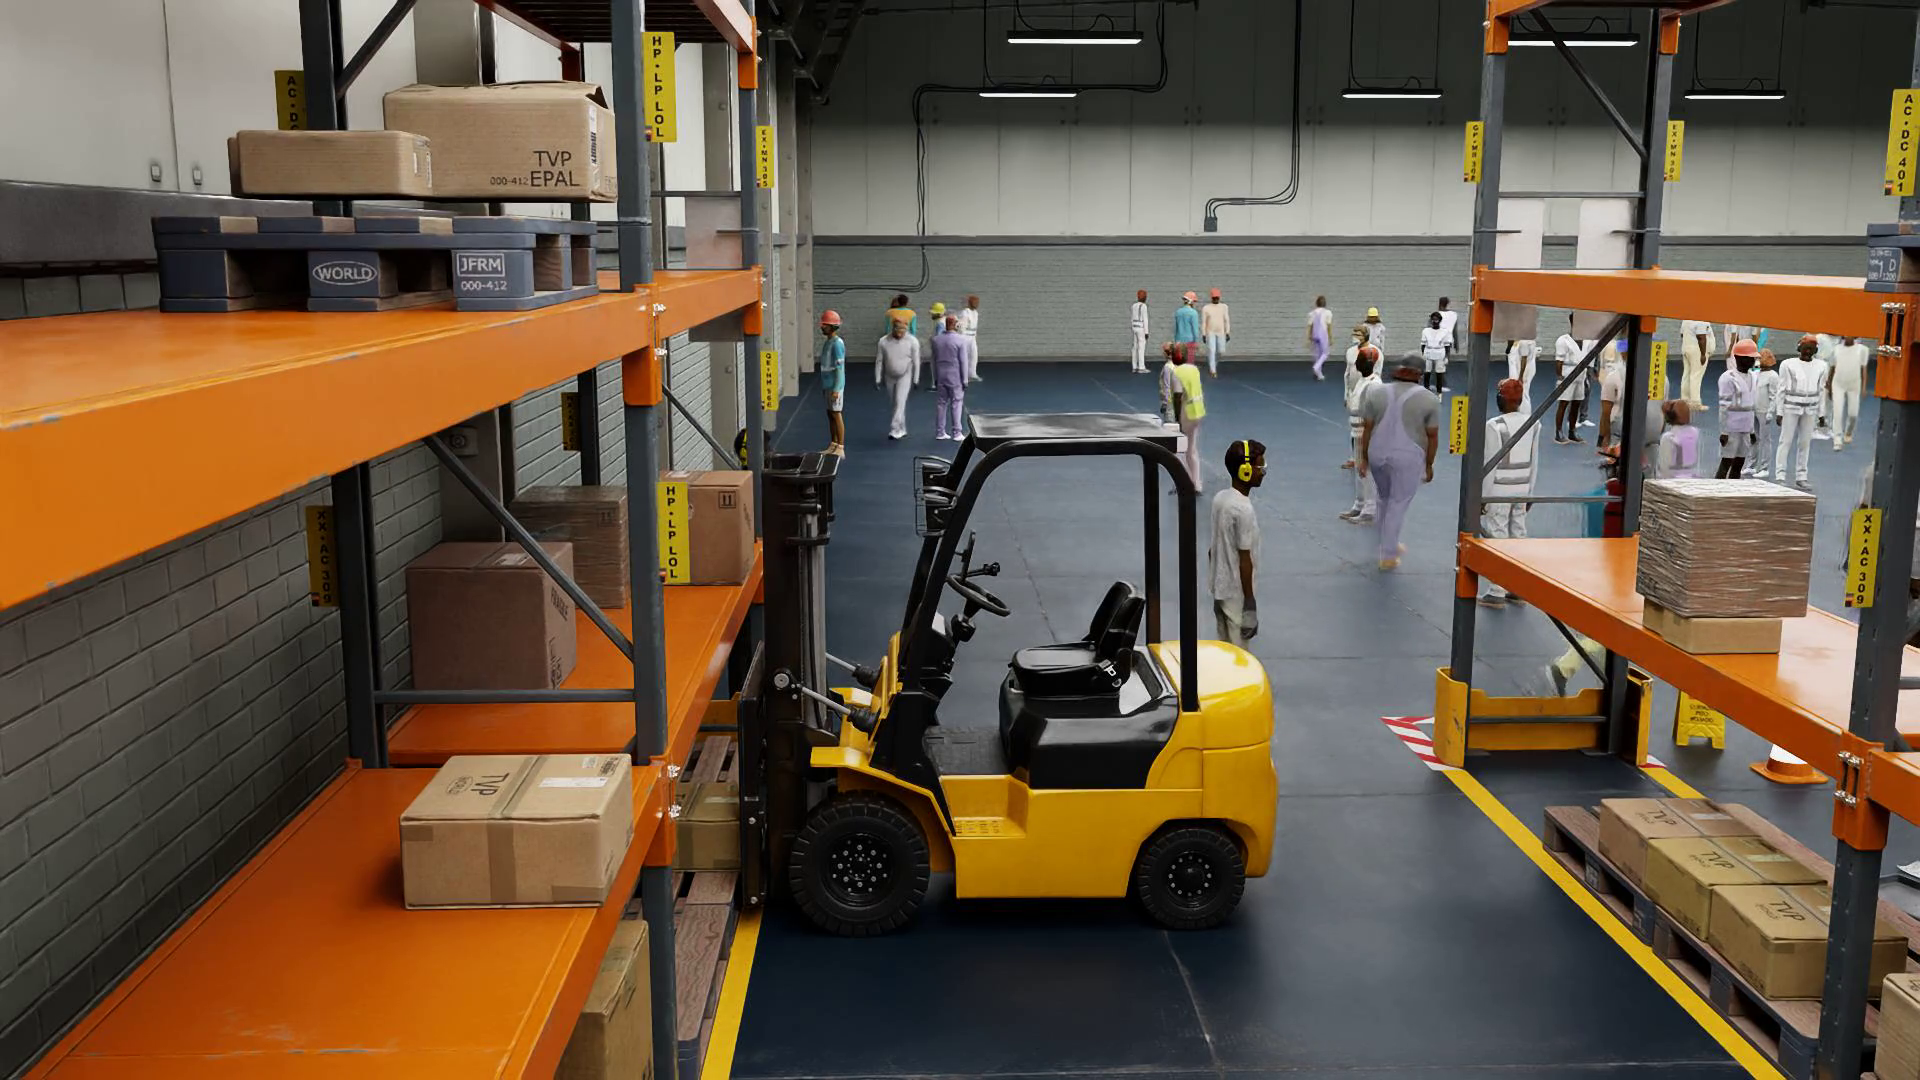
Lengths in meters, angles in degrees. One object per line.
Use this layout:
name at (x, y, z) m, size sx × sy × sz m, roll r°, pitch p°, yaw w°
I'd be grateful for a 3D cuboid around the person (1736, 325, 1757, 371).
person at (14.753, -3.520, 31.185) m, size 0.325 × 1.860 × 0.515 m, roll -2°, pitch 10°, yaw -13°

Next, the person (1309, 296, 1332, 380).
person at (7.753, -4.347, 35.859) m, size 0.539 × 1.831 × 0.559 m, roll 9°, pitch 14°, yaw 41°

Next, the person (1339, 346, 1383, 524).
person at (4.301, -1.116, 17.714) m, size 0.355 × 1.885 × 0.575 m, roll -1°, pitch 10°, yaw -4°

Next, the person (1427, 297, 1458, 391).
person at (9.667, -3.958, 33.585) m, size 0.696 × 1.857 × 0.895 m, roll -3°, pitch 11°, yaw -16°

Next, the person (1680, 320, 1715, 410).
person at (13.181, -3.342, 29.680) m, size 0.536 × 2.000 × 0.674 m, roll -1°, pitch 10°, yaw -3°

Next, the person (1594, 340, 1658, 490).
person at (8.144, -1.531, 19.998) m, size 0.918 × 1.901 × 0.626 m, roll -4°, pitch 11°, yaw -21°

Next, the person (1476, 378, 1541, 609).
person at (4.473, -0.380, 13.611) m, size 0.583 × 1.882 × 0.337 m, roll -5°, pitch 11°, yaw -27°

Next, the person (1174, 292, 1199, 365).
person at (4.595, -4.015, 33.583) m, size 0.399 × 1.984 × 0.609 m, roll -8°, pitch 13°, yaw -37°

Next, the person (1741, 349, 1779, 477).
person at (10.200, -1.617, 21.205) m, size 0.285 × 1.633 × 0.499 m, roll -2°, pitch 10°, yaw -12°

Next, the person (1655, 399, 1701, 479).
person at (6.254, -0.419, 14.510) m, size 0.558 × 1.625 × 0.356 m, roll -7°, pitch 12°, yaw -33°

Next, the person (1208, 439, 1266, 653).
person at (1.595, 0.347, 9.609) m, size 0.309 × 1.868 × 0.535 m, roll -2°, pitch 10°, yaw -11°

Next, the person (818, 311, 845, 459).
person at (-1.773, -2.125, 22.884) m, size 0.370 × 2.048 × 0.607 m, roll -4°, pitch 11°, yaw -19°

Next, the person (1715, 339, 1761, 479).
person at (8.502, -1.221, 18.151) m, size 0.548 × 1.938 × 0.358 m, roll -6°, pitch 12°, yaw -30°

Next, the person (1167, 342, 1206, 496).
person at (2.619, -1.405, 19.510) m, size 0.524 × 1.816 × 0.649 m, roll 7°, pitch 12°, yaw 34°

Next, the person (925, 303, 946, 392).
person at (-0.421, -3.815, 33.021) m, size 0.526 × 1.791 × 0.630 m, roll 0°, pitch 10°, yaw -2°

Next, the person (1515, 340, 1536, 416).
person at (8.737, -2.537, 25.780) m, size 0.341 × 1.839 × 0.501 m, roll 4°, pitch 11°, yaw 22°

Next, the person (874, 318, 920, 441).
person at (-0.960, -2.419, 25.064) m, size 0.645 × 1.838 × 0.976 m, roll 3°, pitch 11°, yaw 17°

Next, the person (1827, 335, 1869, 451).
person at (12.732, -2.199, 23.882) m, size 0.520 × 1.833 × 0.590 m, roll 6°, pitch 12°, yaw 29°

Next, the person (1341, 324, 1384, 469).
person at (5.260, -1.862, 21.759) m, size 0.380 × 1.930 × 0.625 m, roll -6°, pitch 12°, yaw -29°

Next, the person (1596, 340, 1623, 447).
person at (9.501, -2.297, 24.191) m, size 0.384 × 1.926 × 0.550 m, roll 5°, pitch 11°, yaw 27°

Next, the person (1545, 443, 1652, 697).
person at (4.177, 0.211, 10.772) m, size 0.750 × 1.727 × 0.574 m, roll -1°, pitch 10°, yaw -8°

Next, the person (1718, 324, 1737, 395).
person at (14.956, -3.707, 32.256) m, size 0.346 × 1.847 × 0.506 m, roll 6°, pitch 12°, yaw 30°

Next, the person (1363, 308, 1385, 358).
person at (7.822, -3.538, 31.601) m, size 0.487 × 1.743 × 0.315 m, roll 1°, pitch 10°, yaw 3°

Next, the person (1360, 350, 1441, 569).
person at (4.117, -0.778, 15.392) m, size 0.693 × 2.000 × 0.880 m, roll 9°, pitch 14°, yaw 42°

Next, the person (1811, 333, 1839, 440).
person at (13.128, -2.478, 25.243) m, size 0.594 × 1.903 × 0.449 m, roll -7°, pitch 12°, yaw -33°

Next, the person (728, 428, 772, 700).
person at (-1.261, 0.236, 10.232) m, size 0.317 × 1.867 × 0.531 m, roll 4°, pitch 11°, yaw 21°

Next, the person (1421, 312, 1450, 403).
person at (8.779, -3.367, 30.772) m, size 0.533 × 1.696 × 0.322 m, roll 5°, pitch 12°, yaw 28°

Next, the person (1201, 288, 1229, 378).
person at (5.635, -4.586, 36.790) m, size 0.638 × 1.975 × 0.519 m, roll -2°, pitch 10°, yaw -9°

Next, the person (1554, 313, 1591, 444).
person at (9.085, -2.402, 24.644) m, size 0.614 × 1.964 × 0.361 m, roll -5°, pitch 11°, yaw -24°

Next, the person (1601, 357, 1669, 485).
person at (6.925, -1.071, 17.027) m, size 0.673 × 2.000 × 0.535 m, roll 0°, pitch 10°, yaw 2°

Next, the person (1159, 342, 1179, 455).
person at (2.851, -1.855, 22.510) m, size 0.307 × 1.641 × 0.511 m, roll 4°, pitch 11°, yaw 23°

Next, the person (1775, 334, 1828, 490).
person at (10.135, -1.538, 20.059) m, size 0.573 × 1.886 × 0.353 m, roll 1°, pitch 10°, yaw 3°

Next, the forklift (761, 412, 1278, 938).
forklift at (0.291, 0.548, 7.580) m, size 2.313 × 2.155 × 1.214 m, roll 0°, pitch 10°, yaw -2°

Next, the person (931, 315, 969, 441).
person at (-0.126, -2.435, 25.034) m, size 0.646 × 1.899 × 0.399 m, roll 8°, pitch 13°, yaw 37°

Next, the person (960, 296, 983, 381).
person at (0.126, -4.309, 35.651) m, size 0.705 × 1.851 × 0.595 m, roll 7°, pitch 13°, yaw 35°

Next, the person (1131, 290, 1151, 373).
person at (4.131, -4.769, 38.054) m, size 0.354 × 1.887 × 0.573 m, roll -5°, pitch 11°, yaw -26°

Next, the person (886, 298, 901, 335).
person at (-1.536, -5.016, 40.141) m, size 0.507 × 1.630 × 0.268 m, roll -4°, pitch 11°, yaw -20°

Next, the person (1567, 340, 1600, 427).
person at (10.094, -2.777, 26.921) m, size 0.582 × 1.906 × 0.409 m, roll -5°, pitch 11°, yaw -26°

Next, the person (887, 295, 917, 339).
person at (-1.205, -4.157, 34.694) m, size 0.615 × 1.874 × 0.726 m, roll 1°, pitch 10°, yaw 8°
